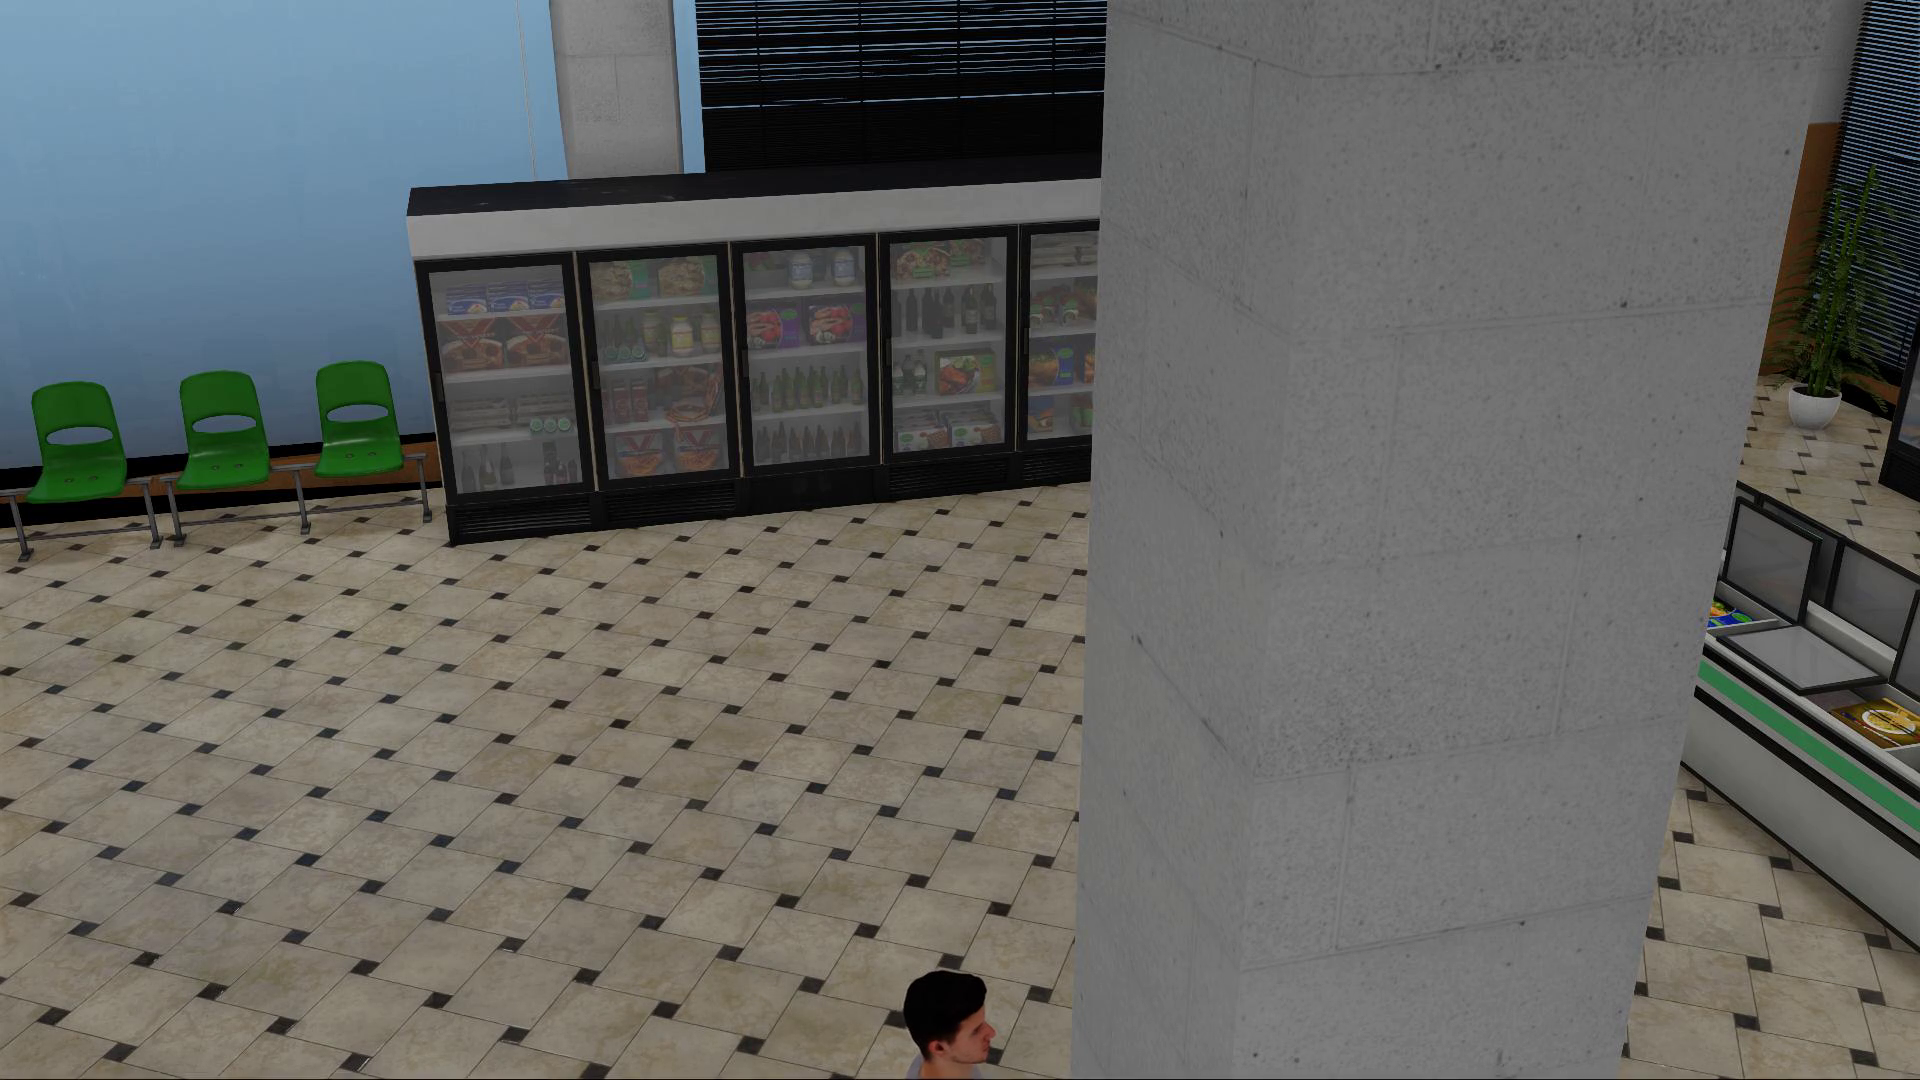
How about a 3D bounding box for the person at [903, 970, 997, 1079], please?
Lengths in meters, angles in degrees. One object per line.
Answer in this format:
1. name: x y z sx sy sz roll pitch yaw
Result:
1. person: -0.036 1.999 4.685 0.794 1.884 0.603 1 24 1
